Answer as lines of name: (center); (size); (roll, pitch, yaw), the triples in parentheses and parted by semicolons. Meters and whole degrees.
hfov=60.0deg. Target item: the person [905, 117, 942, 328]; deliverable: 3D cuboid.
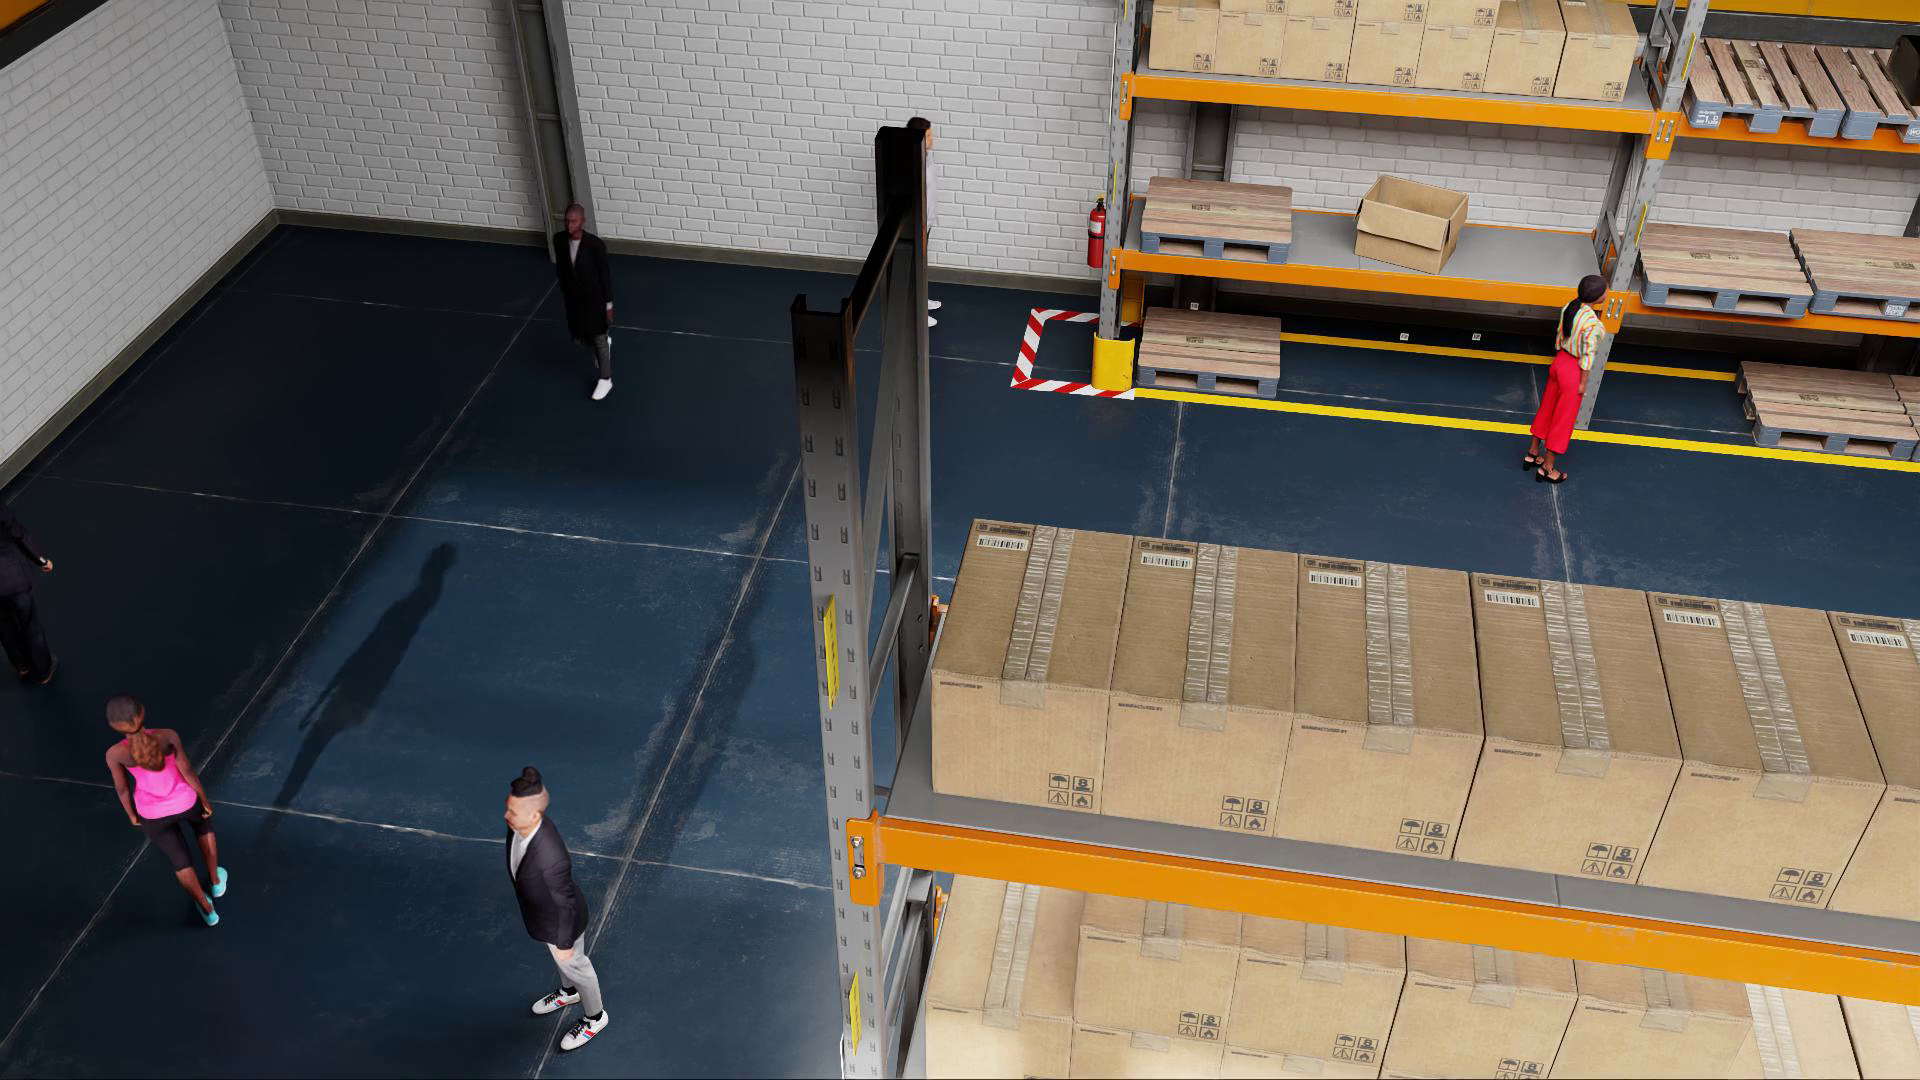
person: (-0.390, -2.839, 14.736); (0.575, 1.929, 0.670); (5, 39, 6)

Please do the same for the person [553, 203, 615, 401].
person: (-3.063, -2.045, 13.885); (0.777, 1.751, 0.736); (9, 40, 11)

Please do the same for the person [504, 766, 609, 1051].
person: (-2.145, 1.921, 8.759); (0.852, 1.949, 0.775); (-27, 46, -29)

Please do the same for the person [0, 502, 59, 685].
person: (-6.348, 0.264, 10.953); (0.705, 1.802, 0.839); (-8, 39, -10)

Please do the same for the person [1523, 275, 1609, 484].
person: (4.698, -1.252, 12.858); (0.668, 1.792, 0.678); (-9, 40, -11)

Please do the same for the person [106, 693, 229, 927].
person: (-4.439, 1.574, 9.387); (0.715, 1.709, 0.778); (-20, 43, -24)
